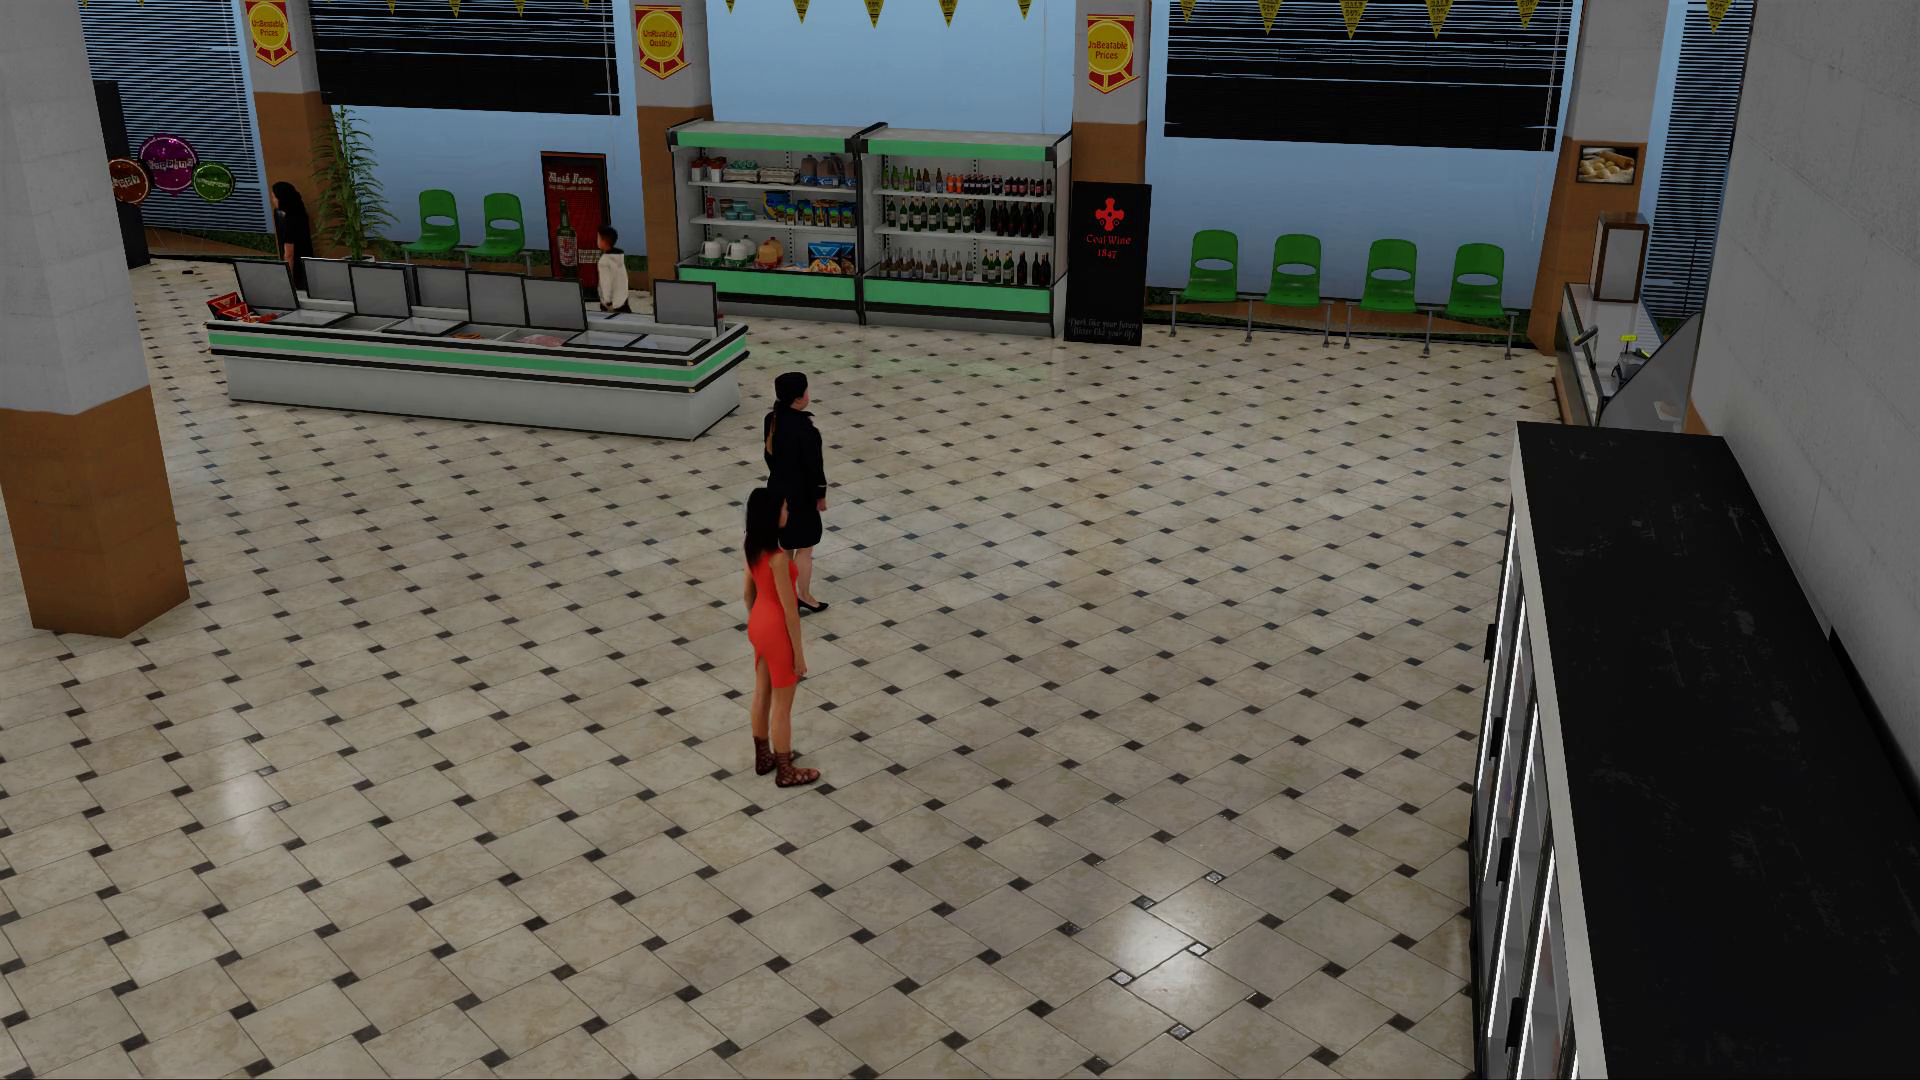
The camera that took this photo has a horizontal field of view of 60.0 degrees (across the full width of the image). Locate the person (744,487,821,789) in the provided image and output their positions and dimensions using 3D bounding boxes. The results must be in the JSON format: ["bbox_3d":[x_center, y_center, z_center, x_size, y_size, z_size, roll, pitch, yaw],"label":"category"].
[{"bbox_3d":[-1.014,0.527,9.043,0.726,1.719,0.638,-16,27,-34],"label":"person"}]

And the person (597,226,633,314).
[{"bbox_3d":[-3.416,-2.429,16.789,0.989,1.429,0.664,9,23,20],"label":"person"}]

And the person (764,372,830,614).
[{"bbox_3d":[-1.112,-0.308,11.186,0.868,1.671,0.760,-19,29,-39],"label":"person"}]

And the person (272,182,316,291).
[{"bbox_3d":[-6.781,-2.785,17.141,0.603,1.826,0.682,1,22,3],"label":"person"}]
